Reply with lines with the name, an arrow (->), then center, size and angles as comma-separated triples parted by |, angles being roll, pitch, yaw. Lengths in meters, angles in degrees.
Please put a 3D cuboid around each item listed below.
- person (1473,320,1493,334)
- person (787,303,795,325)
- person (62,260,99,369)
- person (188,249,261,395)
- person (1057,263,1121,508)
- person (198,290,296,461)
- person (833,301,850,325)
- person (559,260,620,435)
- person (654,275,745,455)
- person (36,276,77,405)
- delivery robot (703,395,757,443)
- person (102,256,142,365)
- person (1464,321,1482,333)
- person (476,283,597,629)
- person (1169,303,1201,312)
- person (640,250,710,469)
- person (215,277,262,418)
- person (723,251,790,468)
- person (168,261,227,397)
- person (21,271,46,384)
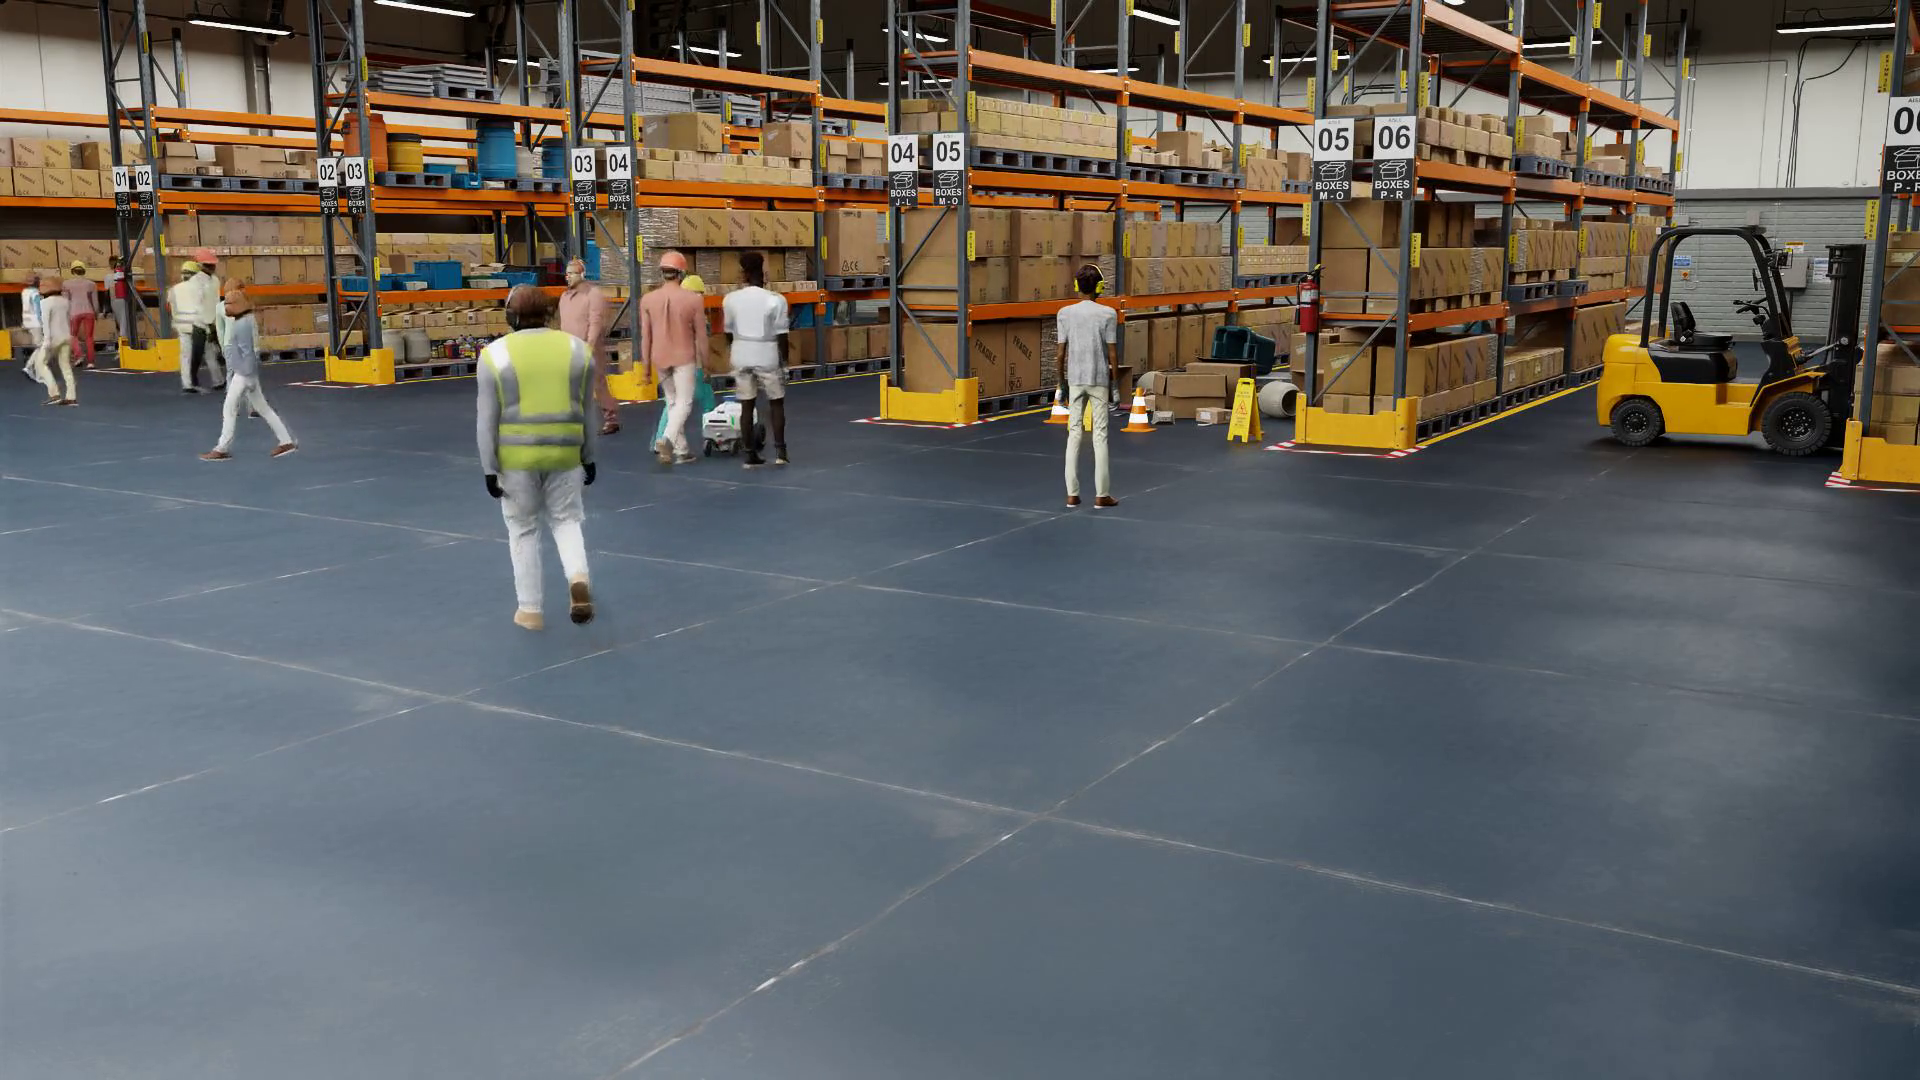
person -> 10.432, -4.896, 33.112 | 0.692, 2.000, 0.957 | -6, 12, -28
person -> -3.094, -3.798, 28.030 | 0.553, 1.648, 0.861 | 4, 11, 22
person -> -14.224, -3.642, 26.901 | 0.558, 1.745, 0.573 | -8, 13, -40
person -> -9.914, -2.884, 22.126 | 1.067, 1.930, 0.605 | 3, 10, 14
person -> 0.992, -1.173, 12.740 | 0.508, 1.872, 0.329 | 4, 11, 21
person -> -6.717, -1.551, 15.635 | 0.846, 1.591, 0.515 | -4, 11, -22
person -> -2.758, -6.074, 39.762 | 0.830, 2.012, 0.649 | 6, 12, 31
person -> -3.955, -1.989, 17.381 | 0.648, 1.860, 0.977 | 5, 12, 28
person -> -2.549, -1.670, 15.936 | 0.899, 1.712, 0.538 | -5, 11, -28
person -> -11.299, -2.468, 20.703 | 0.517, 1.614, 0.523 | 1, 10, 8
delivery robot -> -2.214, -1.151, 16.033 | 0.477, 0.478, 0.707 | 2, 10, 12
person -> -14.080, -3.850, 27.902 | 0.490, 1.809, 0.965 | 1, 10, 6
person -> 9.676, -4.442, 31.216 | 0.631, 1.806, 0.726 | 3, 11, 17
person -> -2.167, -0.412, 8.602 | 0.635, 1.823, 0.595 | -5, 11, -27
person -> 4.301, -4.604, 31.596 | 0.621, 2.007, 0.993 | 4, 11, 22
person -> -2.591, -1.617, 14.975 | 0.628, 1.962, 0.884 | 2, 10, 12
person -> -8.350, -2.222, 19.272 | 0.498, 1.634, 0.278 | 1, 10, 8
person -> -1.803, -1.608, 14.953 | 0.616, 1.951, 0.520 | 2, 10, 9
person -> -10.210, -2.827, 22.259 | 0.604, 1.771, 0.947 | 1, 10, 4
person -> -13.299, -3.061, 23.982 | 0.544, 1.621, 0.370 | 8, 13, 36
